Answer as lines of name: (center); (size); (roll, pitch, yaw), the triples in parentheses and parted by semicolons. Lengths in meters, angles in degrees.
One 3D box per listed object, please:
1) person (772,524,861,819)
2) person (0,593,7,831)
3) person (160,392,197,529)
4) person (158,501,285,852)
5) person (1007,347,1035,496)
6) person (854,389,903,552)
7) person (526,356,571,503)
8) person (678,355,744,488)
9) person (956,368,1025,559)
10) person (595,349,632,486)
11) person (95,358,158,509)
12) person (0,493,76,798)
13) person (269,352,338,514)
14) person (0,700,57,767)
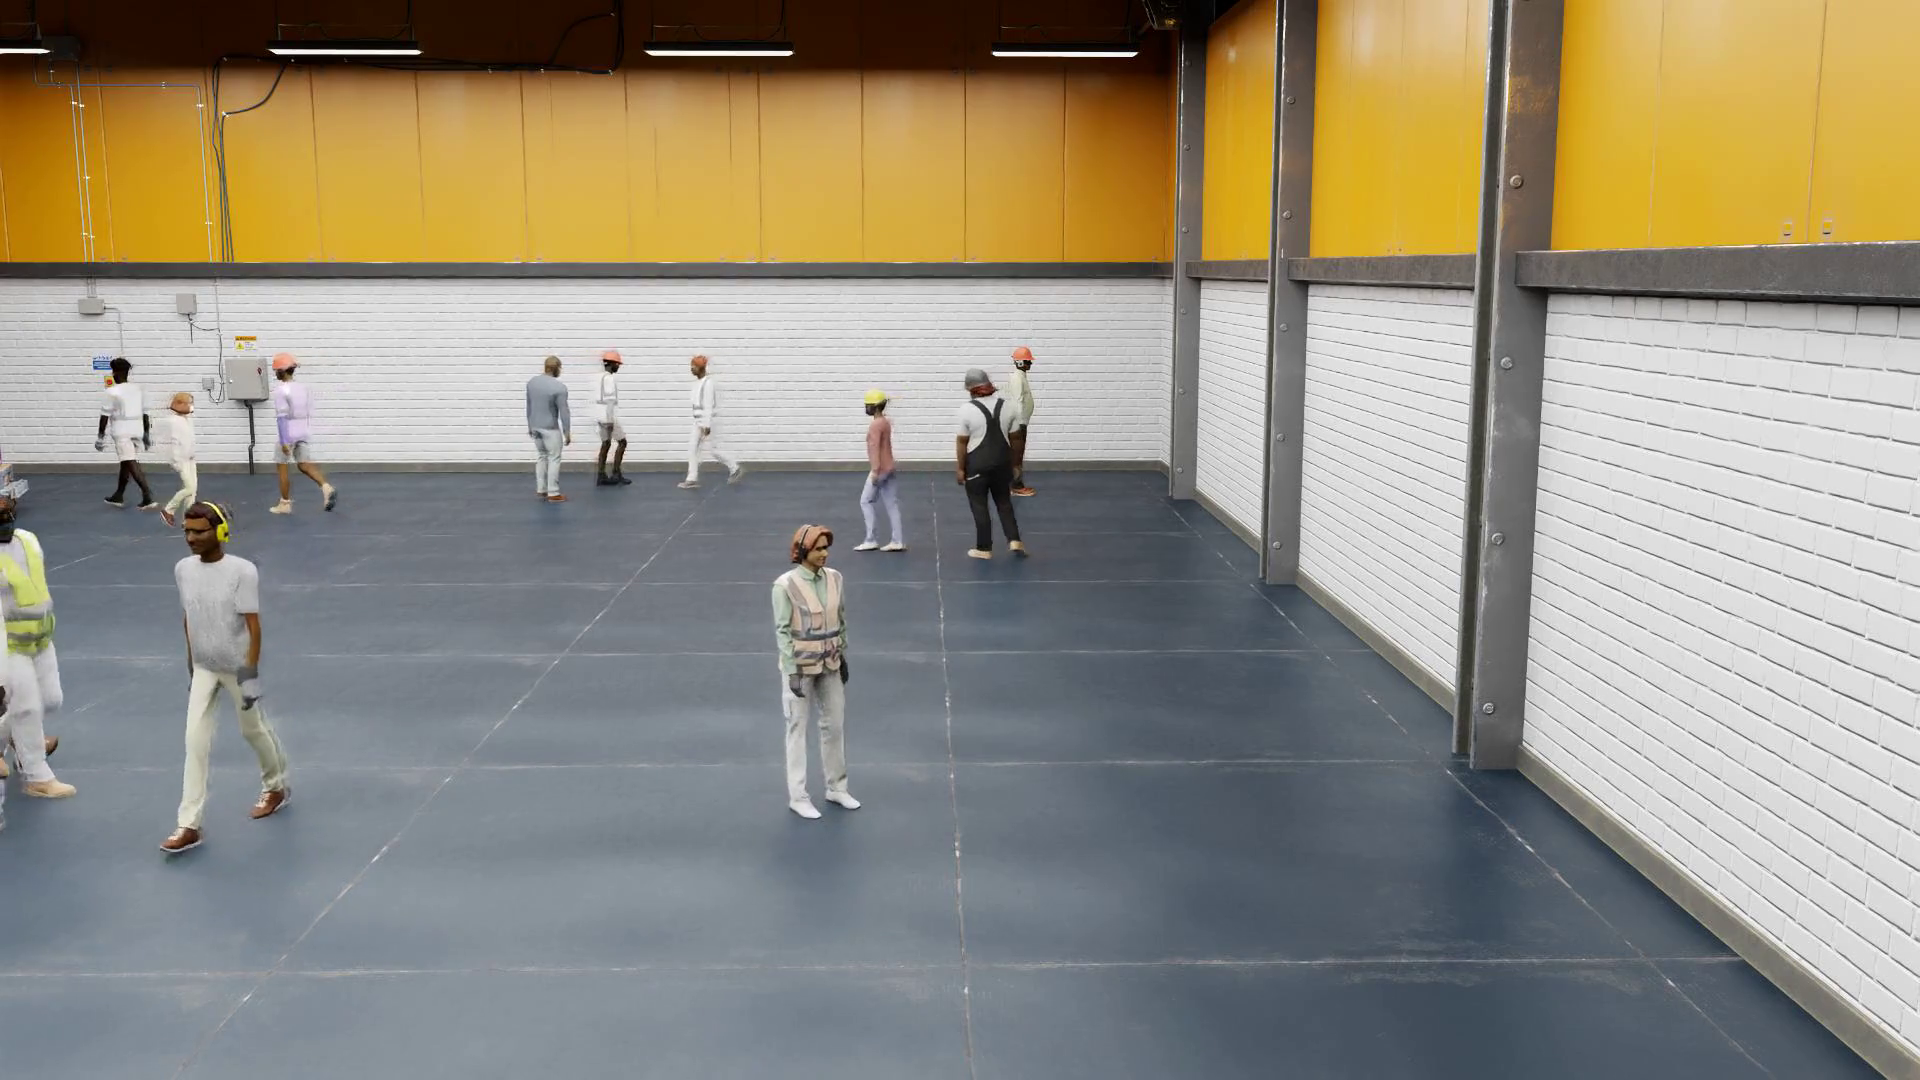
person: (-0.811, 0.725, 9.233); (0.354, 1.638, 0.524); (9, 13, 43)
person: (-5.260, 0.703, 8.642); (0.606, 1.862, 0.595); (0, 9, -1)
person: (-8.980, -0.903, 19.224); (0.411, 1.618, 0.515); (0, 9, 0)
person: (-3.948, 0.688, 8.889); (0.542, 1.819, 0.973); (2, 9, 10)
person: (0.818, -1.591, 22.323); (0.377, 1.995, 0.608); (0, 9, 0)
person: (-0.898, -0.733, 17.772); (0.642, 1.745, 0.571); (3, 10, 15)
person: (-5.329, -1.427, 21.567); (0.680, 1.918, 0.462); (5, 11, 30)
person: (-3.486, -1.650, 23.126); (0.894, 1.855, 0.572); (-6, 11, -34)
person: (0.268, -0.812, 17.405); (0.745, 2.000, 0.605); (-5, 10, -28)
person: (-4.860, -1.708, 23.292); (0.630, 1.908, 0.569); (-5, 10, -27)
person: (-10.557, -1.341, 21.039); (1.007, 1.916, 0.627); (4, 10, 22)
person: (-5.433, 0.601, 9.458); (0.591, 1.809, 0.661); (1, 9, 6)
person: (-8.160, -1.304, 20.499); (0.826, 2.020, 0.617); (3, 10, 18)
person: (-5.822, 0.538, 9.745); (0.651, 1.845, 1.039); (1, 9, 4)
